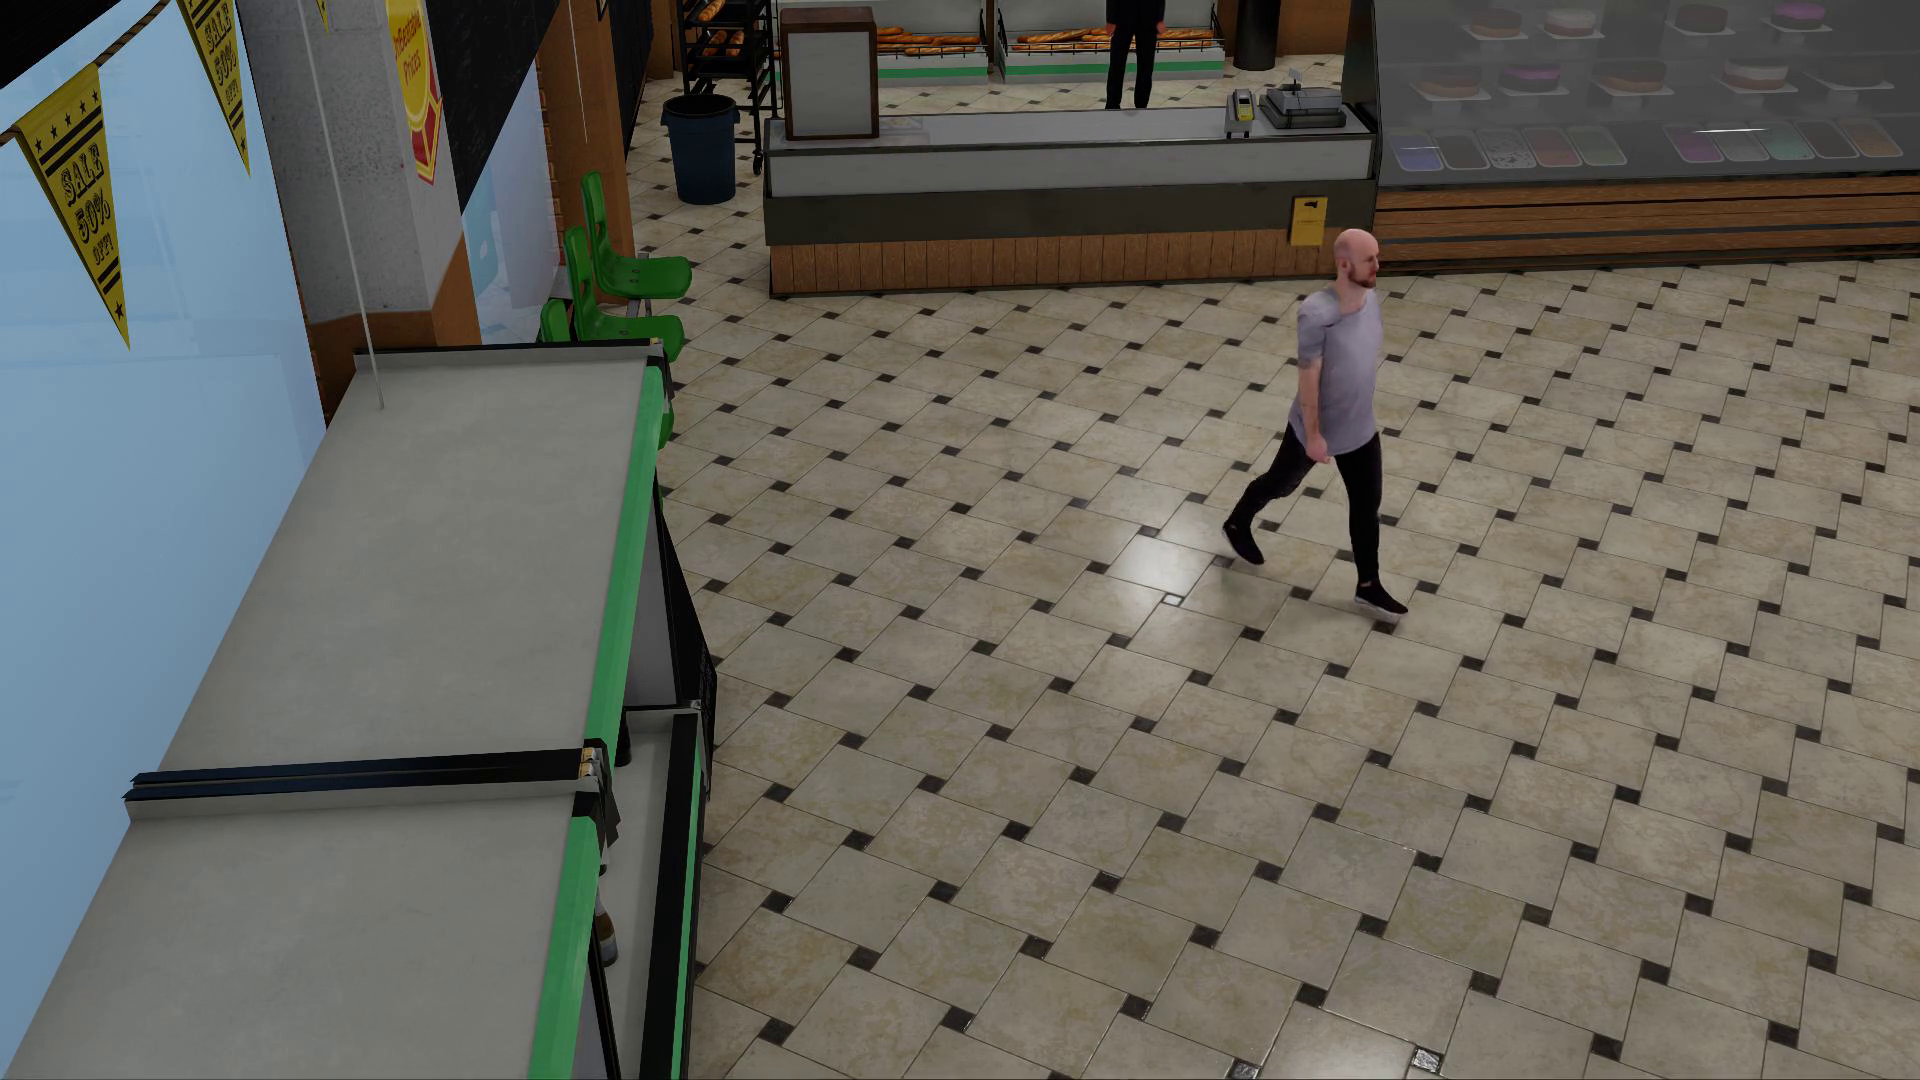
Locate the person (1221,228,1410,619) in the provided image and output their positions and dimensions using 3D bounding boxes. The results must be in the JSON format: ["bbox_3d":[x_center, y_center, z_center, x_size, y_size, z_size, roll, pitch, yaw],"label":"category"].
[{"bbox_3d":[1.607,-0.552,7.612,1.093,1.792,1.329,-21,38,-30],"label":"person"}]

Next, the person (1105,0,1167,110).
[{"bbox_3d":[1.429,-4.235,13.462,0.630,1.866,0.550,-3,32,-4],"label":"person"}]
